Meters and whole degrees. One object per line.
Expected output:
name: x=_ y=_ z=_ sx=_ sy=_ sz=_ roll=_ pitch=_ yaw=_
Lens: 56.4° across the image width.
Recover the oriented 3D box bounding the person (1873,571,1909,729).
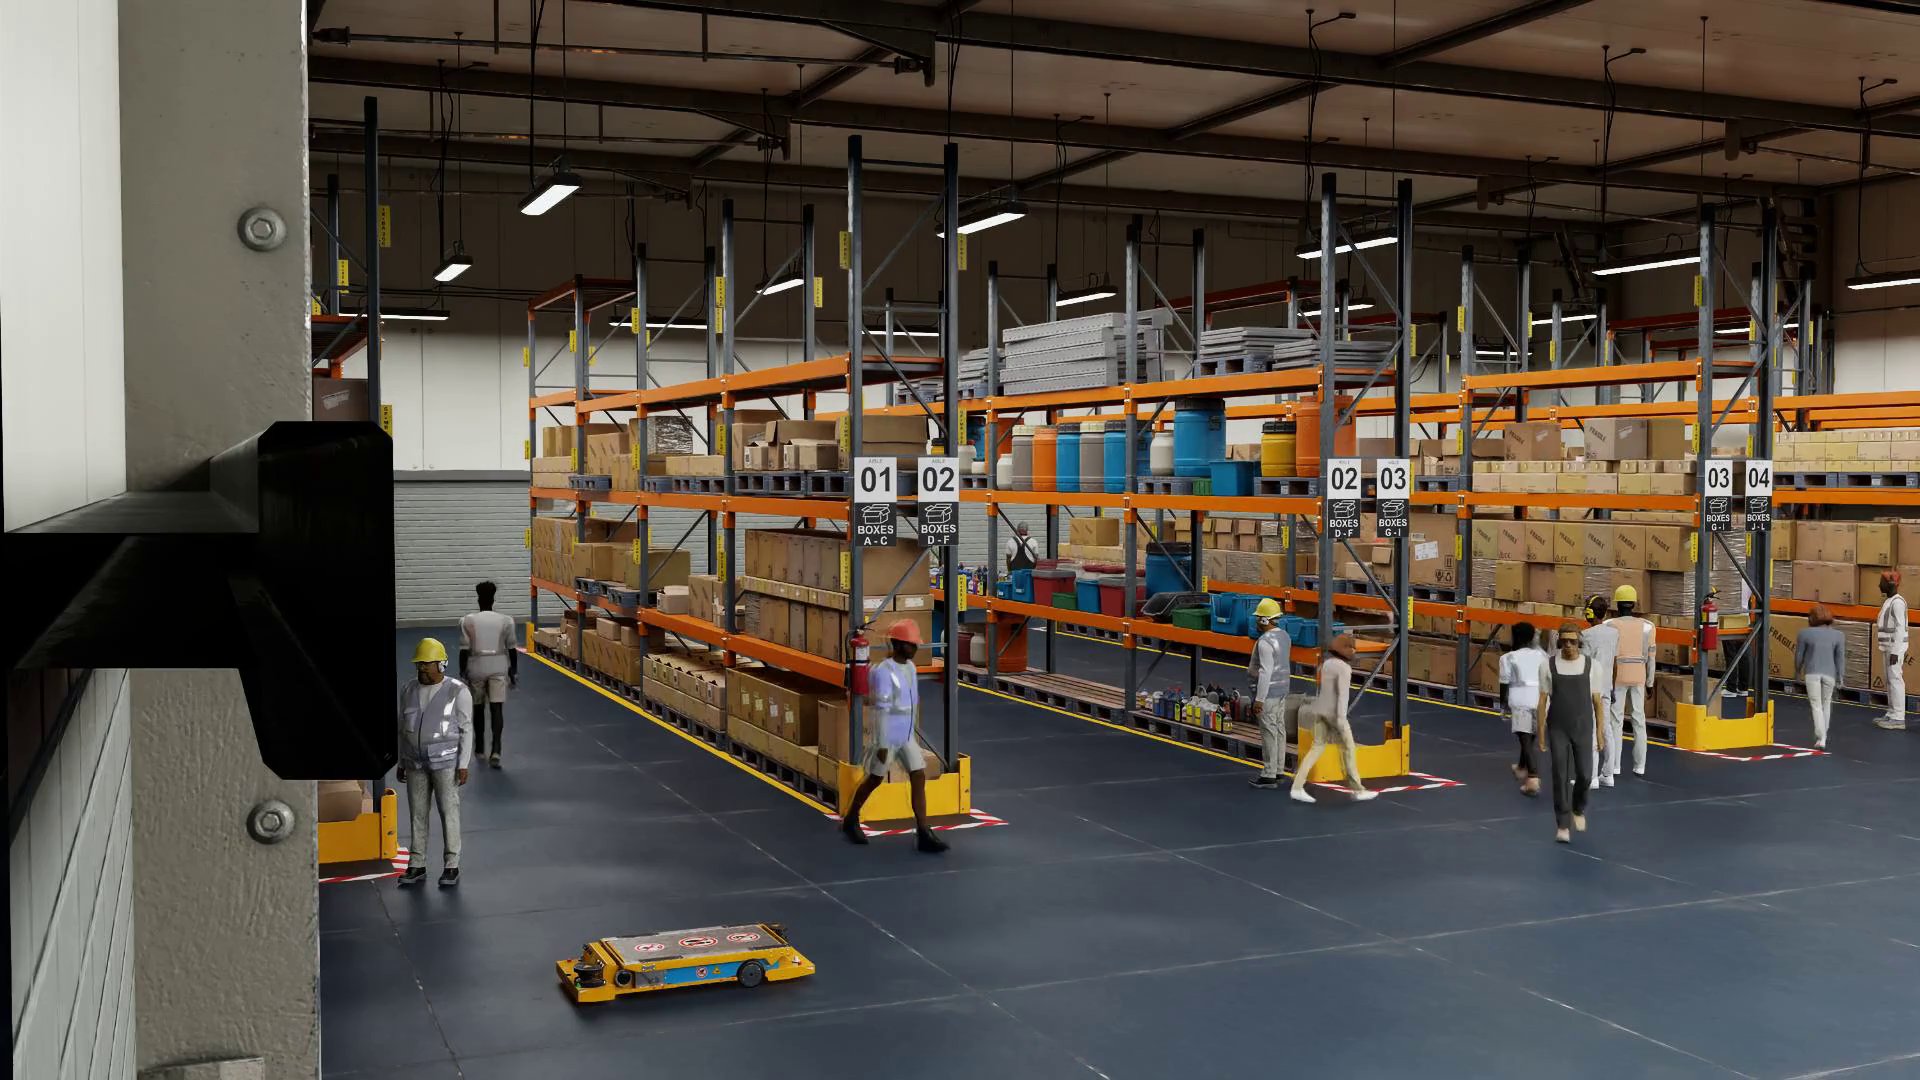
person: x=11.161 y=1.308 z=21.452 sx=0.337 sy=1.882 sz=0.585 roll=1 pitch=2 yaw=19

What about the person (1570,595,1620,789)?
person: x=6.179 y=1.467 z=17.429 sx=0.513 sy=1.875 sz=0.328 roll=-1 pitch=2 yaw=-28

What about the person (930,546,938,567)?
person: x=-0.456 y=0.677 z=38.514 sx=0.403 sy=1.837 sz=0.590 roll=0 pitch=2 yaw=2

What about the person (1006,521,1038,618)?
person: x=1.324 y=0.632 z=37.607 sx=0.688 sy=2.000 sz=0.535 roll=0 pitch=2 yaw=10

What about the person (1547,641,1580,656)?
person: x=9.047 y=1.136 z=26.722 sx=0.587 sy=1.830 sz=1.003 roll=-1 pitch=3 yaw=-29

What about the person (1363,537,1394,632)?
person: x=7.533 y=0.867 z=32.302 sx=0.645 sy=1.944 sz=1.039 roll=-1 pitch=2 yaw=-25

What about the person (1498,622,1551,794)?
person: x=5.476 y=1.605 z=17.328 sx=0.543 sy=1.601 sz=1.021 roll=0 pitch=2 yaw=-6

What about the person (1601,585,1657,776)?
person: x=6.708 y=1.416 z=18.071 sx=0.587 sy=1.928 sz=0.362 roll=0 pitch=2 yaw=2

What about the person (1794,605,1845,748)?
person: x=9.610 y=1.512 z=20.019 sx=0.488 sy=1.584 sz=0.853 roll=0 pitch=2 yaw=8

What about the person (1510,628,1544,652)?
person: x=8.111 y=1.142 z=25.434 sx=0.638 sy=1.912 sz=0.727 roll=-1 pitch=2 yaw=-21

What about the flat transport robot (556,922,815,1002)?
flat transport robot: x=-1.658 y=2.531 z=10.816 sx=1.431 sy=0.197 sz=0.652 roll=-1 pitch=2 yaw=-23

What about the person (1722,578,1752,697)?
person: x=10.548 y=1.179 z=24.413 sx=0.590 sy=1.917 sz=0.397 roll=-1 pitch=2 yaw=-26

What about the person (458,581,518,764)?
person: x=-4.985 y=1.389 z=18.948 sx=0.622 sy=1.921 sz=1.009 roll=-1 pitch=2 yaw=-19

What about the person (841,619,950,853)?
person: x=-0.568 y=1.575 z=14.644 sx=1.032 sy=1.882 sz=0.566 roll=1 pitch=3 yaw=33

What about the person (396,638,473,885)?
person: x=-3.940 y=1.643 z=13.353 sx=0.599 sy=1.832 sz=0.404 roll=0 pitch=2 yaw=10

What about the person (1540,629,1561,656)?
person: x=8.446 y=1.100 z=26.098 sx=0.636 sy=1.952 sz=1.016 roll=-1 pitch=3 yaw=-31

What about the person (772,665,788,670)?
person: x=-2.675 y=1.127 z=26.098 sx=0.656 sy=1.893 sz=0.985 roll=-1 pitch=3 yaw=-31

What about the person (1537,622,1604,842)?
person: x=5.063 y=1.586 z=14.879 sx=0.534 sy=1.827 sz=0.421 roll=1 pitch=2 yaw=19

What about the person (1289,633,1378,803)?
person: x=3.448 y=1.647 z=16.605 sx=0.867 sy=1.571 sz=0.532 roll=-1 pitch=2 yaw=-20

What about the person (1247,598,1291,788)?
person: x=3.004 y=1.485 z=17.469 sx=0.403 sy=1.834 sz=0.589 roll=1 pitch=3 yaw=30
